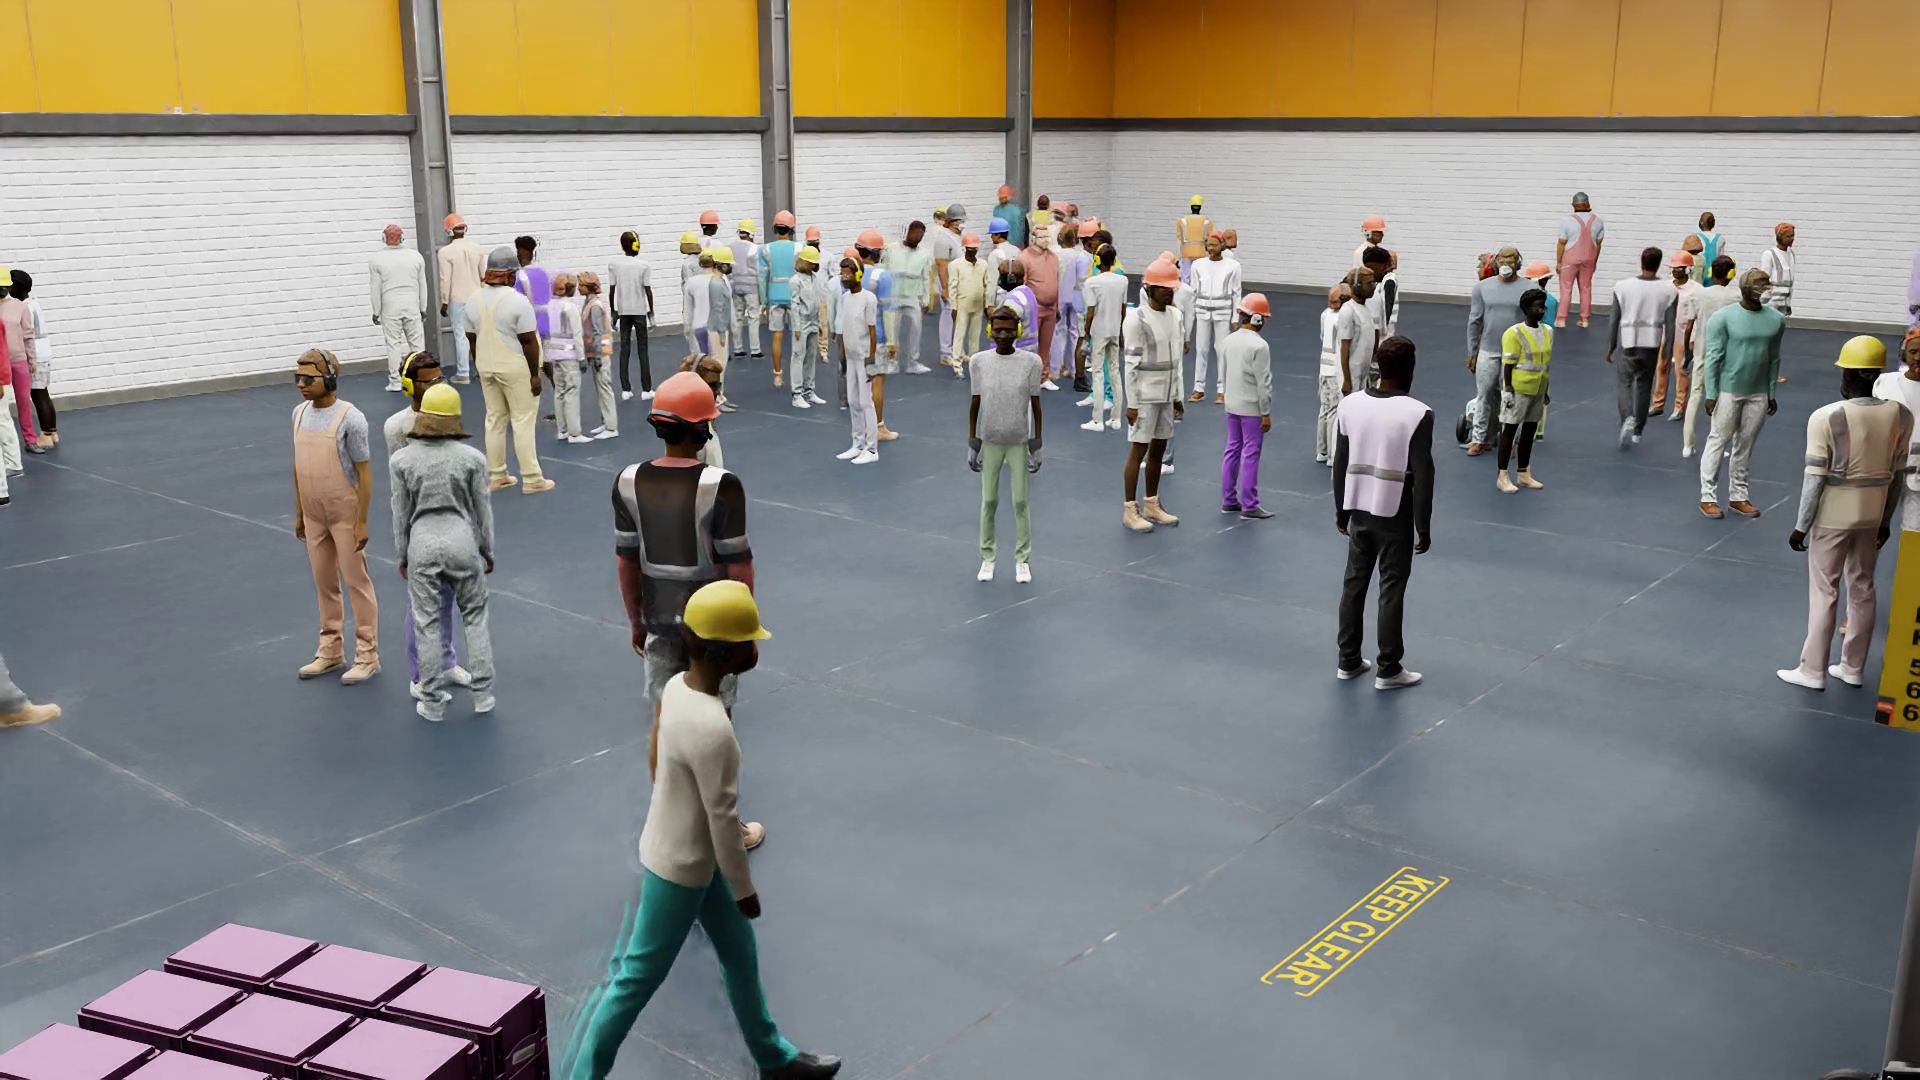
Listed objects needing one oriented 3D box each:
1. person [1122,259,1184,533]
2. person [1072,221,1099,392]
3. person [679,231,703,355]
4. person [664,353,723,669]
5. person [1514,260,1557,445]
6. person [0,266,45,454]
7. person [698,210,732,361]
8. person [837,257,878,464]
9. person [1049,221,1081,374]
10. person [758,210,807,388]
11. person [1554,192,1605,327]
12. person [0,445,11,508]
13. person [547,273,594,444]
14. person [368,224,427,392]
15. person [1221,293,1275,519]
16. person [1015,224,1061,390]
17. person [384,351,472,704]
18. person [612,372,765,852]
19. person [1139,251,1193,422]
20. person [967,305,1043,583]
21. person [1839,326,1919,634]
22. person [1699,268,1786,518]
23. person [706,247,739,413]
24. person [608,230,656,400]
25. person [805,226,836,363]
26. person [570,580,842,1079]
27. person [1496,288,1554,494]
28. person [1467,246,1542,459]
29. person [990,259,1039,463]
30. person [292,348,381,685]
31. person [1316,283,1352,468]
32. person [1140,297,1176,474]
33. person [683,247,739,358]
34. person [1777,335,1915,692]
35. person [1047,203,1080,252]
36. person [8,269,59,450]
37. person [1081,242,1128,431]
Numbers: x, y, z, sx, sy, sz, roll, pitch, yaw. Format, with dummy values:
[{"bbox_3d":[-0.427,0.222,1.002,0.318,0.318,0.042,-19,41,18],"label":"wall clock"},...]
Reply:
[{"bbox_3d":[1.482,-1.083,12.496,0.611,2.042,0.394,-13,19,-42],"label":"person"},{"bbox_3d":[1.461,-2.669,19.041,0.350,1.942,0.542,1,14,2],"label":"person"},{"bbox_3d":[-3.279,-2.900,20.364,0.296,1.743,0.492,4,15,15],"label":"person"},{"bbox_3d":[-1.400,-0.082,8.914,0.344,1.839,0.505,0,14,0],"label":"person"},{"bbox_3d":[5.459,-1.786,15.892,0.339,1.749,0.573,11,18,38],"label":"person"},{"bbox_3d":[-8.753,-1.635,15.284,0.344,1.761,0.526,13,19,41],"label":"person"},{"bbox_3d":[-3.228,-3.276,21.474,0.547,1.938,0.378,13,19,41],"label":"person"},{"bbox_3d":[-0.933,-1.618,15.027,0.346,1.857,0.523,-11,18,-36],"label":"person"},{"bbox_3d":[1.295,-2.958,20.358,0.417,1.864,0.641,2,14,8],"label":"person"},{"bbox_3d":[-2.017,-2.781,19.280,0.605,2.045,0.385,1,14,3],"label":"person"},{"bbox_3d":[9.296,-4.234,25.093,0.683,2.000,0.535,-1,14,-5],"label":"person"},{"bbox_3d":[-7.860,-1.139,13.180,0.591,1.824,0.404,12,19,41],"label":"person"},{"bbox_3d":[-3.755,-1.739,15.952,0.332,1.631,0.518,-12,19,-41],"label":"person"},{"bbox_3d":[-6.416,-2.648,19.028,0.638,1.909,0.408,-9,17,-32],"label":"person"},{"bbox_3d":[2.247,-1.040,12.917,0.328,1.750,0.560,-7,16,-26],"label":"person"},{"bbox_3d":[0.913,-2.635,18.976,0.651,1.907,0.409,-12,19,-40],"label":"person"},{"bbox_3d":[-2.791,-0.076,8.824,0.315,1.869,0.534,5,15,19],"label":"person"},{"bbox_3d":[-1.106,0.326,6.861,0.605,2.045,0.379,5,15,19],"label":"person"},{"bbox_3d":[2.093,-2.074,17.041,0.564,1.752,0.339,-1,14,-4],"label":"person"},{"bbox_3d":[0.301,-0.634,11.080,0.511,1.863,0.327,2,14,8],"label":"person"},{"bbox_3d":[5.575,-0.332,9.825,0.576,1.881,0.354,7,16,27],"label":"person"},{"bbox_3d":[6.064,-1.133,12.911,0.630,1.940,0.372,-2,14,-10],"label":"person"},{"bbox_3d":[-2.519,-2.226,17.653,0.342,1.754,0.535,-1,14,-6],"label":"person"},{"bbox_3d":[-3.638,-2.489,18.478,0.516,1.865,0.325,2,14,8],"label":"person"},{"bbox_3d":[-1.858,-3.130,21.261,0.563,1.752,0.341,-1,14,-5],"label":"person"},{"bbox_3d":[-0.831,0.956,5.023,0.878,1.710,0.510,-3,14,-12],"label":"person"},{"bbox_3d":[4.707,-1.239,13.822,0.541,1.696,0.315,-8,16,-29],"label":"person"},{"bbox_3d":[4.961,-1.714,15.230,0.637,1.938,0.357,6,15,22],"label":"person"},{"bbox_3d":[0.484,-1.616,15.055,0.429,1.836,0.626,4,15,15],"label":"person"},{"bbox_3d":[-3.427,-0.126,9.076,0.506,1.846,0.346,6,15,22],"label":"person"},{"bbox_3d":[3.368,-1.466,14.839,0.307,1.645,0.513,-2,14,-8],"label":"person"},{"bbox_3d":[1.742,-1.391,14.559,0.266,1.631,0.507,-3,14,-10],"label":"person"},{"bbox_3d":[-2.691,-2.356,18.247,0.556,1.712,0.726,5,15,18],"label":"person"},{"bbox_3d":[4.749,-0.132,8.931,0.587,1.928,0.362,-3,14,-10],"label":"person"},{"bbox_3d":[1.370,-3.826,23.717,0.654,1.915,1.037,-1,14,-5],"label":"person"},{"bbox_3d":[-8.758,-1.706,15.712,0.322,1.686,0.540,-5,15,-19],"label":"person"},{"bbox_3d":[1.436,-2.019,16.589,0.507,1.872,0.329,-8,16,-29],"label":"person"}]
